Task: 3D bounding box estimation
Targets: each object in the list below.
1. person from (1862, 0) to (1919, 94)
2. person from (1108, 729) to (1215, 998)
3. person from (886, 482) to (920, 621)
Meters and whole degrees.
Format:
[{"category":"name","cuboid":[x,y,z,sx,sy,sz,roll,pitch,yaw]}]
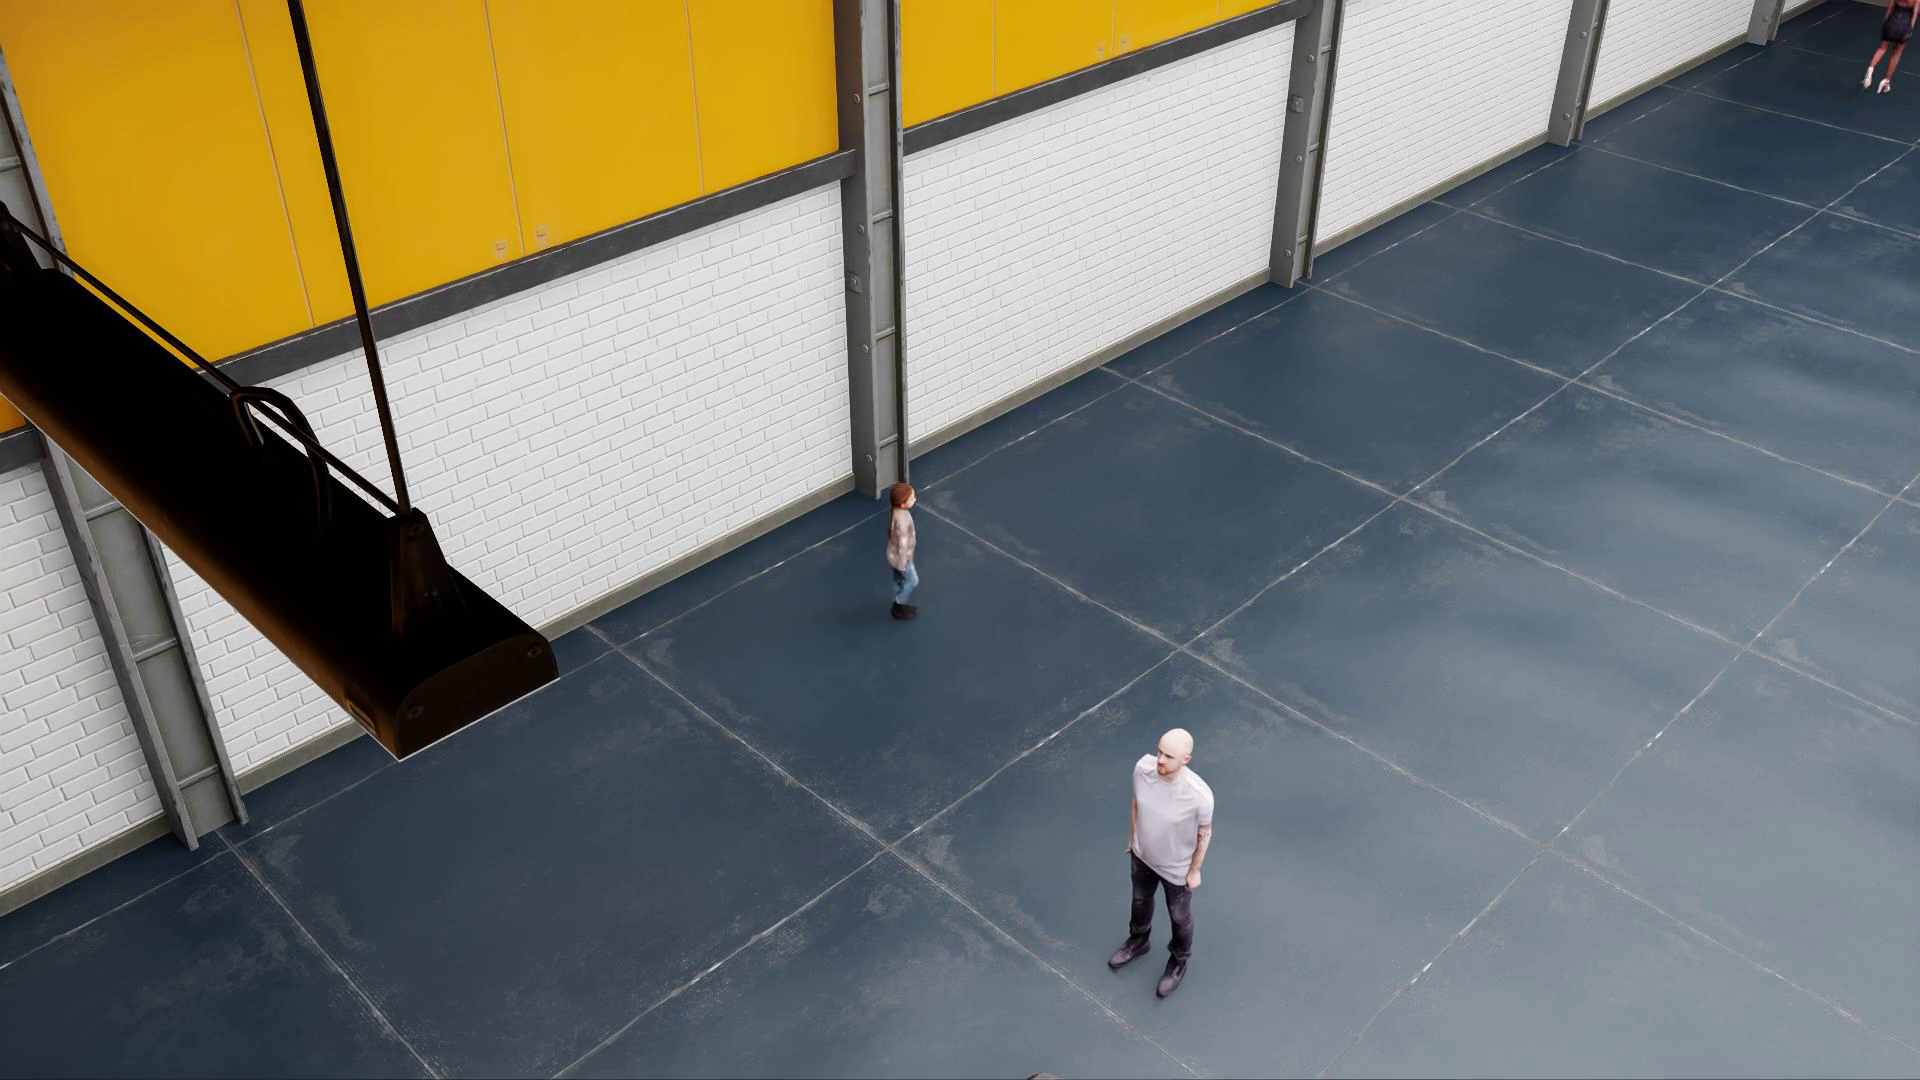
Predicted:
[{"category":"person","cuboid":[12.622,-6.876,22.463,0.876,1.773,0.572,-26,42,-34]},{"category":"person","cuboid":[1.167,1.780,9.387,0.647,1.831,0.574,28,42,35]},{"category":"person","cuboid":[-0.491,0.093,12.506,0.601,1.188,0.568,-5,34,-8]}]
